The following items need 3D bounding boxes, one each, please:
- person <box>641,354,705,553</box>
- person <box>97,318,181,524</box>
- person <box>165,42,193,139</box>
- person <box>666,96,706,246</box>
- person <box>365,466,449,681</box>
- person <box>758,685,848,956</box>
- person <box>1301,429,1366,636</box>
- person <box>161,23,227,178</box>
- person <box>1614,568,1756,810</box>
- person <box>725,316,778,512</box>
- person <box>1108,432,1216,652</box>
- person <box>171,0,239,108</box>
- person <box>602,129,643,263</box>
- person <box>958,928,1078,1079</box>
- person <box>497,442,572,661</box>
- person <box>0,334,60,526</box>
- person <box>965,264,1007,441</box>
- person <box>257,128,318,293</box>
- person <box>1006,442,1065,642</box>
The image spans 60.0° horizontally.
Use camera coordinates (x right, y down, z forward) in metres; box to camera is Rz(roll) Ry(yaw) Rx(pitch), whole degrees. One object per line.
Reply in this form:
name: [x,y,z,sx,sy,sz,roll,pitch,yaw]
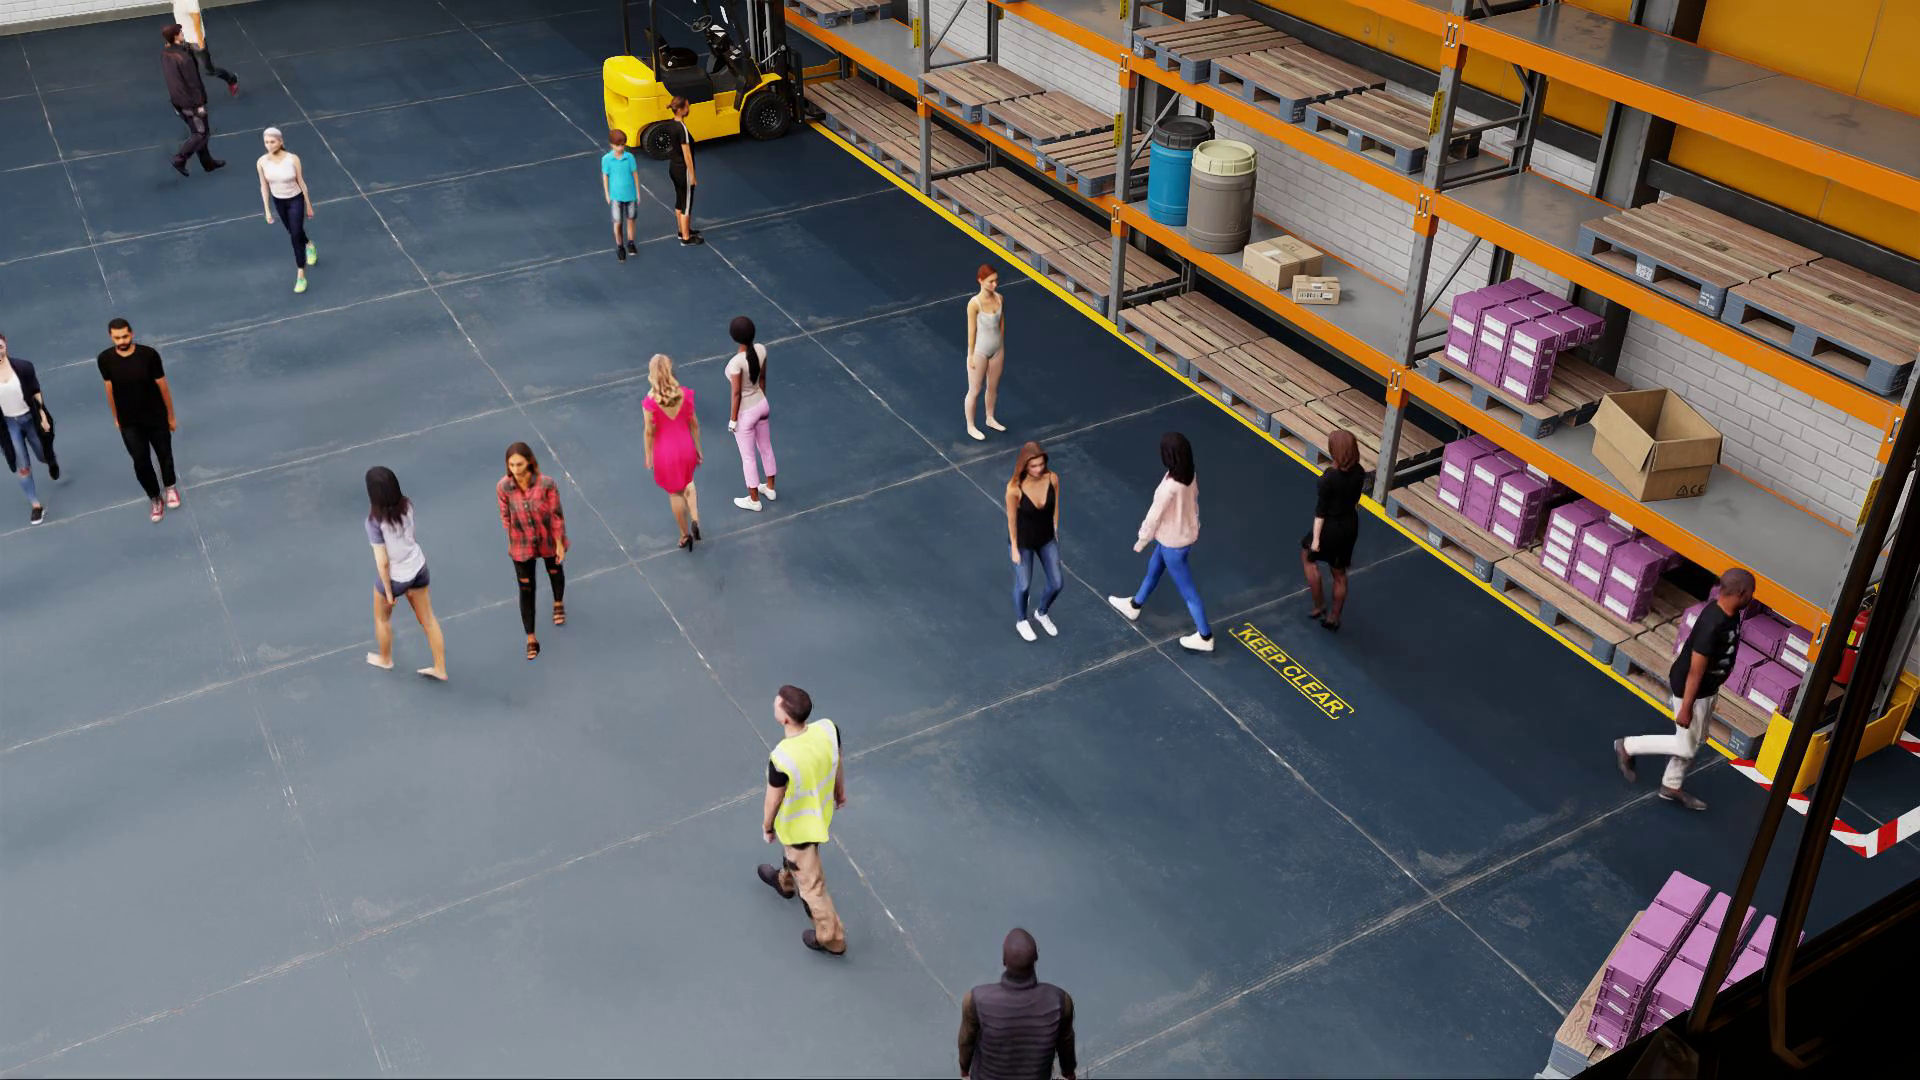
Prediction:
person: [-2.216,-0.627,13.080,0.595,1.715,0.622,-18,37,-24]
person: [-6.726,-1.060,13.703,0.689,1.746,0.777,-13,36,-18]
person: [-9.792,-5.680,21.054,0.598,1.304,0.659,5,34,8]
person: [-3.065,-4.074,18.310,0.647,1.668,0.466,-16,37,-23]
person: [-3.855,0.276,11.726,1.002,1.710,0.863,17,37,24]
person: [-0.873,1.633,9.595,1.216,1.809,0.979,23,40,31]
person: [2.793,-0.004,12.165,0.599,1.691,0.607,-16,37,-23]
person: [-9.310,-5.216,19.893,1.047,1.817,1.005,23,40,30]
person: [4.641,0.933,10.683,0.990,1.770,0.847,27,42,35]
person: [-1.721,-1.050,13.691,0.649,1.744,0.653,21,39,28]
person: [1.640,0.071,12.037,1.233,1.708,1.023,17,37,24]
person: [-10.096,-6.657,22.086,1.065,1.789,1.019,18,38,25]
person: [-3.674,-3.798,18.105,0.581,1.434,0.680,-10,35,-15]
person: [0.251,2.621,8.091,0.916,1.828,0.869,-3,34,-5]
person: [-3.083,-0.032,12.230,0.870,1.665,1.095,-4,34,-7]
person: [-7.711,-0.999,13.683,0.699,1.667,0.999,-11,35,-16]
person: [0.214,-1.671,14.716,0.551,1.643,0.495,-22,39,-29]
person: [-7.030,-3.537,17.504,0.968,1.664,1.247,-1,34,-1]
person: [0.498,-0.033,12.193,0.609,1.708,0.613,-15,36,-21]
